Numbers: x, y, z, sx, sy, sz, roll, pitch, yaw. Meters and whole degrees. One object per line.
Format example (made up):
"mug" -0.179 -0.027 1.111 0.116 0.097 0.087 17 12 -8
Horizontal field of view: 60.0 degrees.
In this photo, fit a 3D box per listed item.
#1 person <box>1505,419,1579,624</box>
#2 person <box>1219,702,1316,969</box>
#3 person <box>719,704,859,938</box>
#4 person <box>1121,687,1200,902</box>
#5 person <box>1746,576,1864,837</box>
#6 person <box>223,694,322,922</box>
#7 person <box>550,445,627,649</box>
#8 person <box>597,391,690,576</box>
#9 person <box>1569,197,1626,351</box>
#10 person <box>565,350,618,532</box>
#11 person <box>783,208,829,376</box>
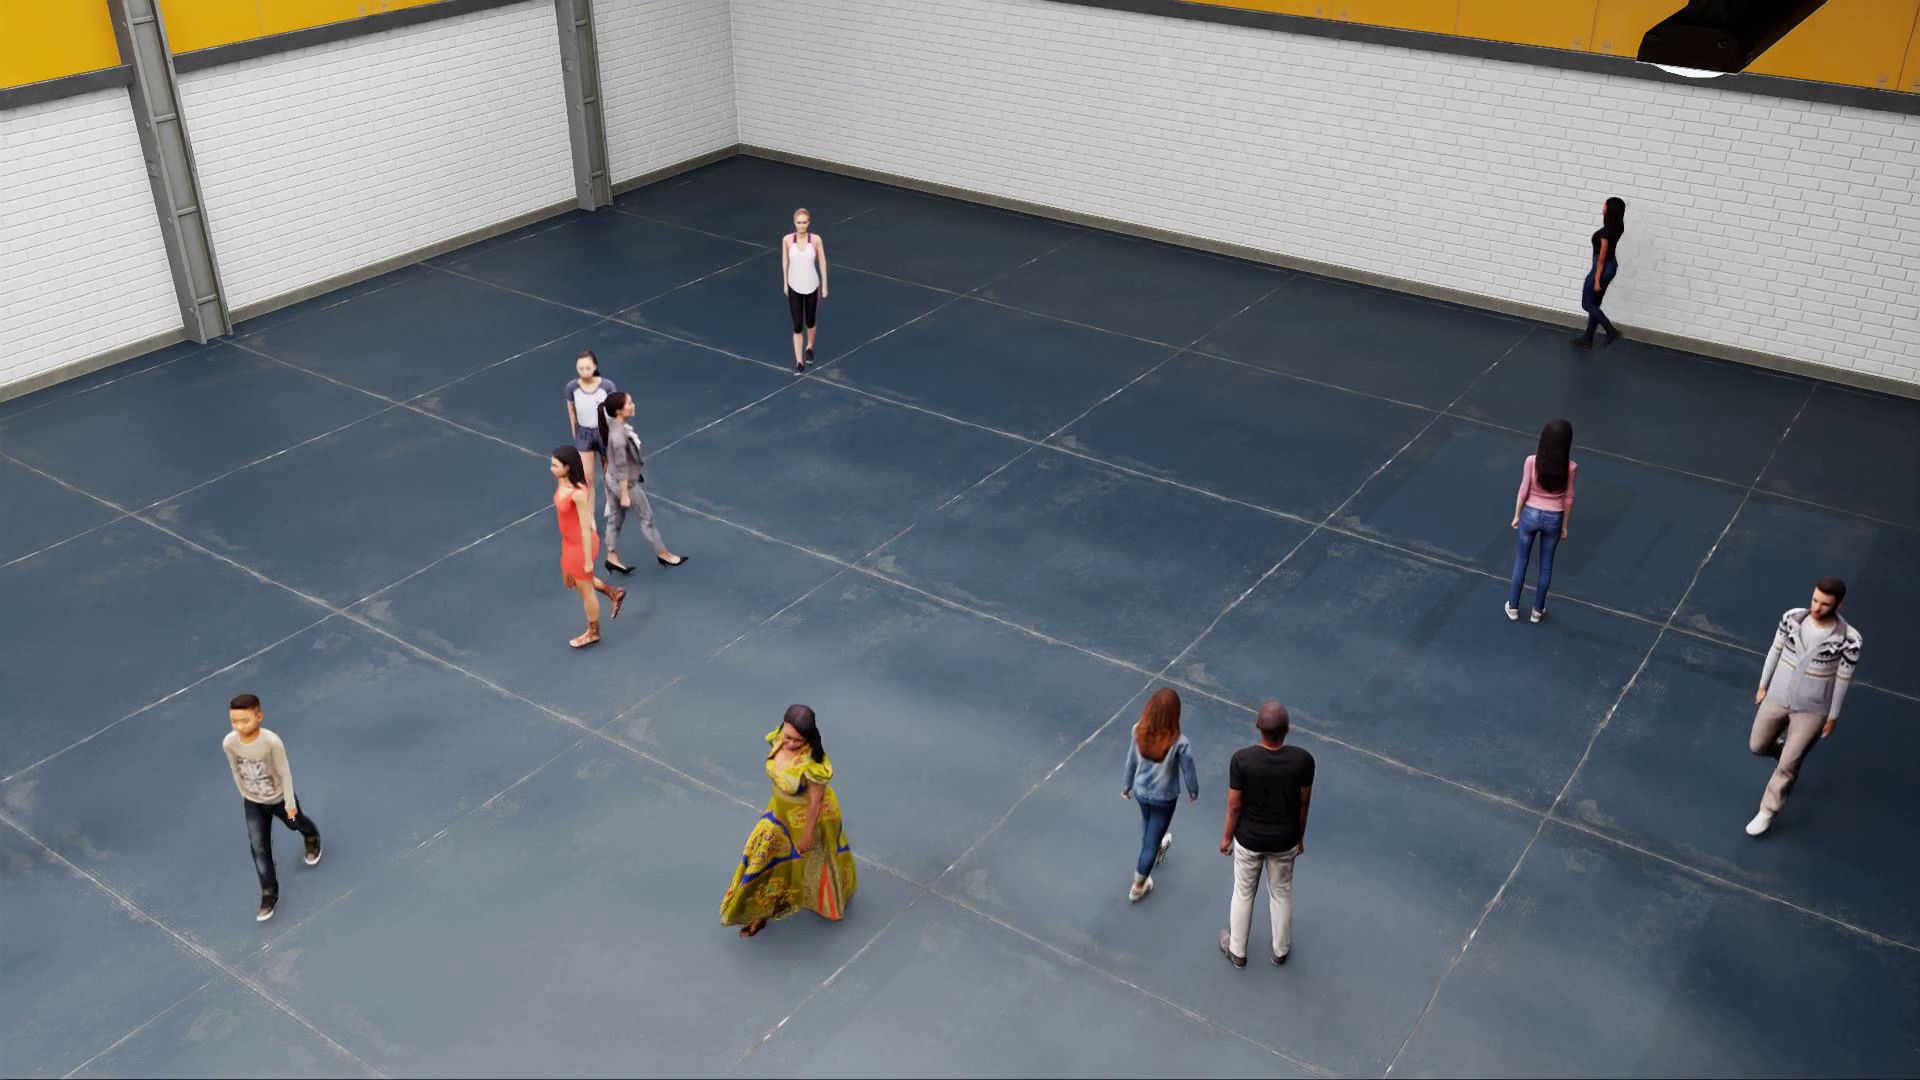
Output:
"person" 4.591 -0.160 13.144 0.637 1.742 0.604 9 30 15
"person" 1.768 1.726 9.624 0.762 1.803 0.798 -1 29 -2
"person" -0.880 1.624 10.002 1.247 1.619 0.894 -23 36 -36
"person" 1.168 1.594 10.226 0.580 1.458 0.837 18 33 29
"person" 5.514 1.029 10.866 1.043 1.837 0.852 -22 35 -34
"person" -4.257 1.542 10.334 0.940 1.446 1.068 -2 29 -4
"person" -2.865 0.023 12.840 0.867 1.712 0.720 -22 36 -35
"person" -2.859 -0.429 13.730 1.039 1.654 0.923 -10 30 -18
"person" 7.066 -2.861 18.113 0.805 1.725 0.718 -25 37 -38
"person" -3.204 -0.925 14.668 0.894 1.626 0.965 -4 29 -8
"person" -1.648 -2.694 17.776 0.960 1.755 1.087 0 29 1
